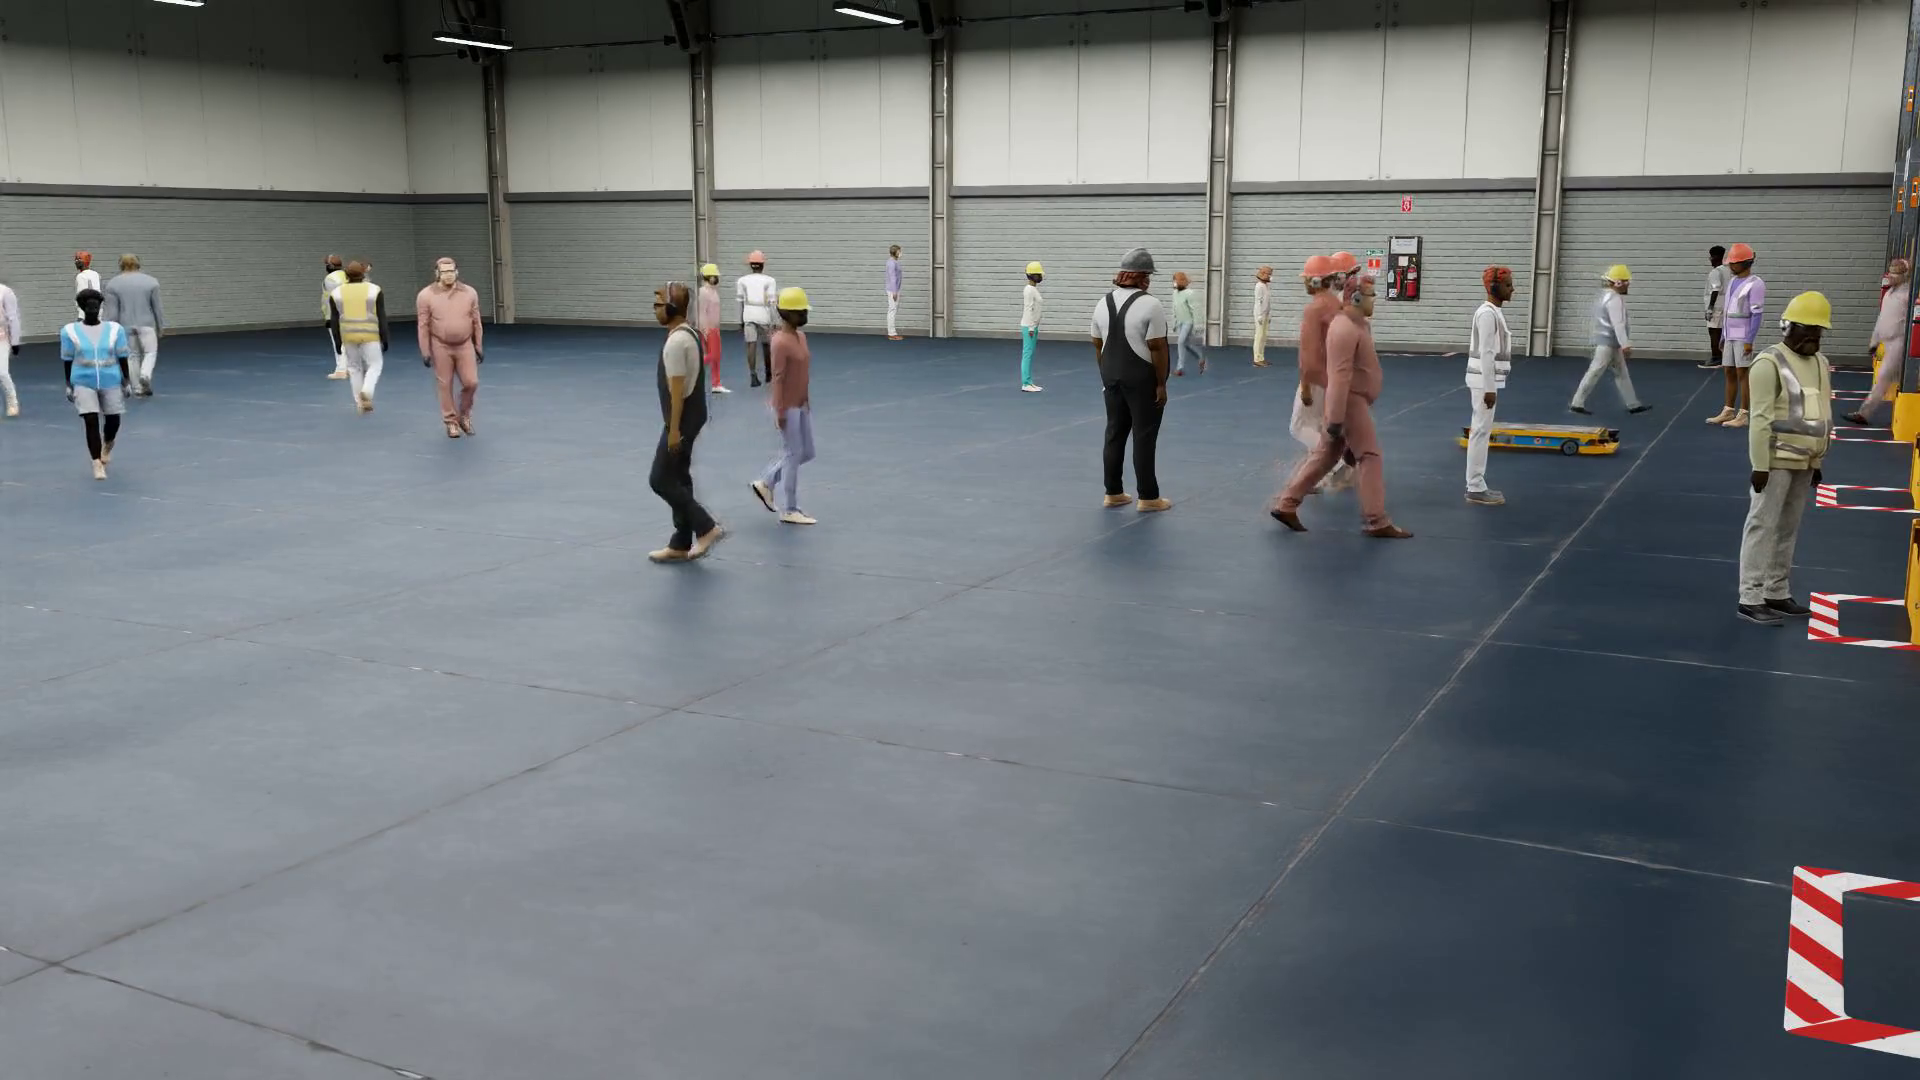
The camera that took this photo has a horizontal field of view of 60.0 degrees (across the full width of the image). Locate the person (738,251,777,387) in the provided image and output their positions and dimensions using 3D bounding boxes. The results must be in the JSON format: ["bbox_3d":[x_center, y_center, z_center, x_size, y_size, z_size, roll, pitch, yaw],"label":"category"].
[{"bbox_3d":[-2.873,-3.152,23.720,0.573,1.888,0.961,1,10,4],"label":"person"}]

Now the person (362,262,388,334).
[{"bbox_3d":[-12.370,-4.975,34.494,0.885,1.577,0.566,-1,10,-4],"label":"person"}]

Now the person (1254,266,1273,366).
[{"bbox_3d":[4.966,-3.647,27.157,0.307,1.626,0.500,6,12,29],"label":"person"}]

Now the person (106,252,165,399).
[{"bbox_3d":[-10.650,-2.757,21.495,0.637,1.919,0.591,-3,11,-16],"label":"person"}]

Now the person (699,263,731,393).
[{"bbox_3d":[-3.414,-2.851,22.444,0.556,1.753,0.538,2,11,13],"label":"person"}]

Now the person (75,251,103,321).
[{"bbox_3d":[-13.220,-3.427,25.248,0.355,1.883,0.573,0,10,-3],"label":"person"}]

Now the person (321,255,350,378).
[{"bbox_3d":[-9.300,-3.333,24.855,0.429,1.839,0.634,2,11,9],"label":"person"}]

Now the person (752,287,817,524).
[{"bbox_3d":[-1.290,-0.989,12.303,0.477,1.753,0.536,3,11,15],"label":"person"}]

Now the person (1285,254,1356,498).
[{"bbox_3d":[2.922,-1.293,13.356,0.576,1.976,0.619,9,14,40],"label":"person"}]

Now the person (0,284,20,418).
[{"bbox_3d":[-11.214,-2.291,19.201,0.639,1.827,0.439,0,10,-2],"label":"person"}]

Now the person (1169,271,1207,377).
[{"bbox_3d":[3.479,-3.275,25.198,0.707,1.597,0.520,-5,12,-26],"label":"person"}]

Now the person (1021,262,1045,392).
[{"bbox_3d":[0.997,-2.913,22.764,0.320,1.769,0.523,2,11,9],"label":"person"}]

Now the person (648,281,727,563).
[{"bbox_3d":[-1.808,-0.740,10.726,0.424,1.835,0.549,0,10,-1],"label":"person"}]

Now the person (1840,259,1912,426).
[{"bbox_3d":[10.322,-2.184,18.528,0.977,1.851,0.685,1,10,8],"label":"person"}]

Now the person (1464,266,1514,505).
[{"bbox_3d":[4.220,-1.230,13.271,0.357,1.883,0.573,3,11,18],"label":"person"}]

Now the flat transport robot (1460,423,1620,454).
[{"bbox_3d":[5.770,-1.023,16.538,1.431,0.197,0.652,5,12,26],"label":"flat transport robot"}]

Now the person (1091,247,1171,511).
[{"bbox_3d":[1.385,-1.256,12.981,0.537,2.000,0.682,-10,14,-43],"label":"person"}]

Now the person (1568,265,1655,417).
[{"bbox_3d":[7.658,-2.320,19.510,0.976,1.783,0.588,3,11,17],"label":"person"}]

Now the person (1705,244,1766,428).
[{"bbox_3d":[8.621,-2.258,18.468,0.392,2.033,0.605,-1,10,-6],"label":"person"}]

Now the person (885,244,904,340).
[{"bbox_3d":[-1.341,-5.059,34.000,0.373,1.940,0.627,-1,10,-3],"label":"person"}]

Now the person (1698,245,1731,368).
[{"bbox_3d":[12.152,-3.743,26.749,0.362,1.962,0.613,9,14,41],"label":"person"}]

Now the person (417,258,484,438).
[{"bbox_3d":[-5.346,-2.014,17.513,0.678,1.890,0.461,-5,12,-27],"label":"person"}]

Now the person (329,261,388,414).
[{"bbox_3d":[-7.126,-2.390,19.736,0.640,1.830,0.606,-1,10,-7],"label":"person"}]

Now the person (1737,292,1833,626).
[{"bbox_3d":[4.569,-0.448,9.167,0.591,1.824,0.404,-7,12,-32],"label":"person"}]

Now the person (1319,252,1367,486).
[{"bbox_3d":[3.264,-1.450,14.183,0.392,1.988,0.609,3,11,17],"label":"person"}]

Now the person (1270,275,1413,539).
[{"bbox_3d":[2.699,-0.944,11.787,0.974,1.867,0.636,2,11,9],"label":"person"}]

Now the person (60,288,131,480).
[{"bbox_3d":[-7.640,-1.391,14.703,0.538,1.679,0.581,-7,12,-33],"label":"person"}]
